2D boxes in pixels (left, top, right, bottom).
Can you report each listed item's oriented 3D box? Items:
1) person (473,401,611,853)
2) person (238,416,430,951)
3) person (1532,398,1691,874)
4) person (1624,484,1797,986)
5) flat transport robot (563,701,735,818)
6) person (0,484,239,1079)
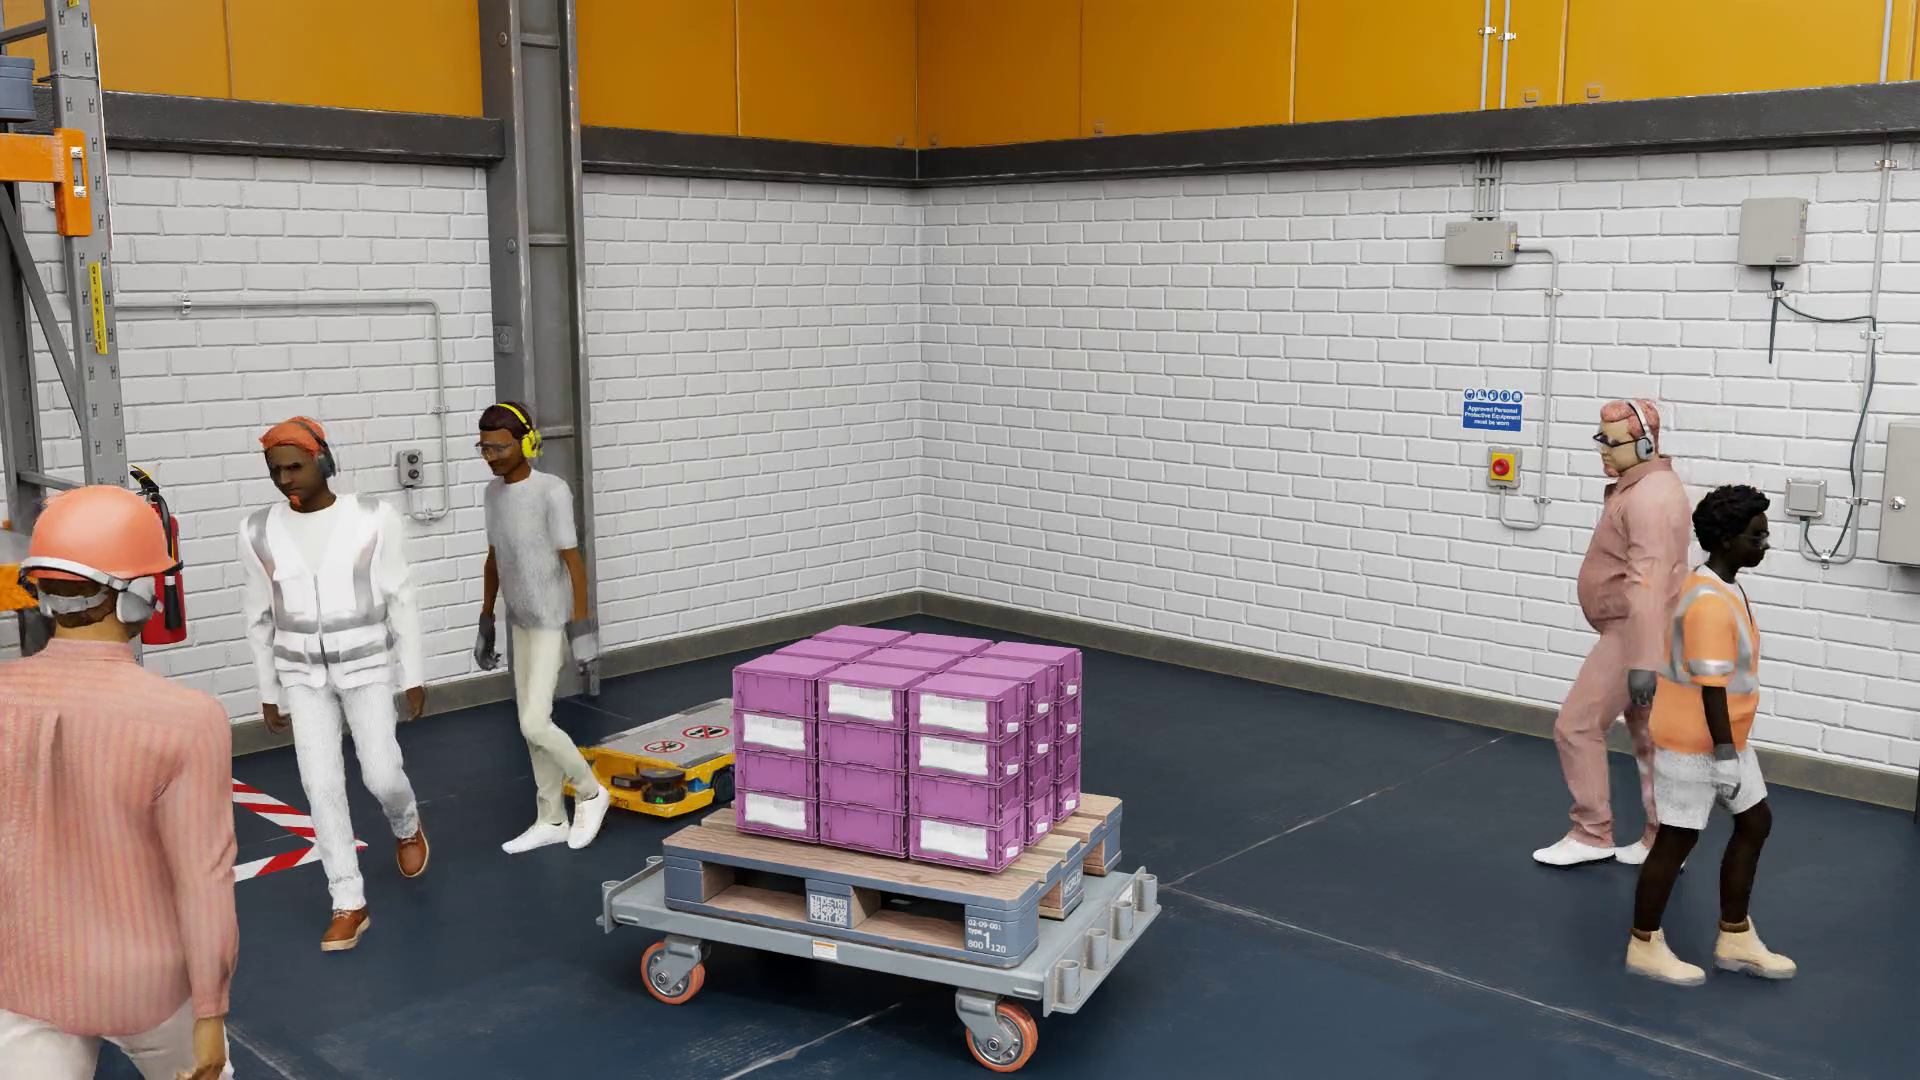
[{"bbox_3d":[-1.732,0.361,6.693,0.599,1.851,0.378,8,12,41],"label":"person"},{"bbox_3d":[-2.218,0.473,5.958,0.608,1.866,0.683,-1,9,-7],"label":"person"},{"bbox_3d":[2.526,0.387,6.441,0.695,1.871,0.716,5,10,27],"label":"person"},{"bbox_3d":[2.522,0.656,5.398,0.652,1.671,0.545,5,11,29],"label":"person"},{"bbox_3d":[-1.138,0.970,7.779,0.652,0.197,1.431,6,11,31],"label":"flat transport robot"},{"bbox_3d":[-1.732,0.863,3.330,0.625,1.952,1.014,0,9,1],"label":"person"}]
